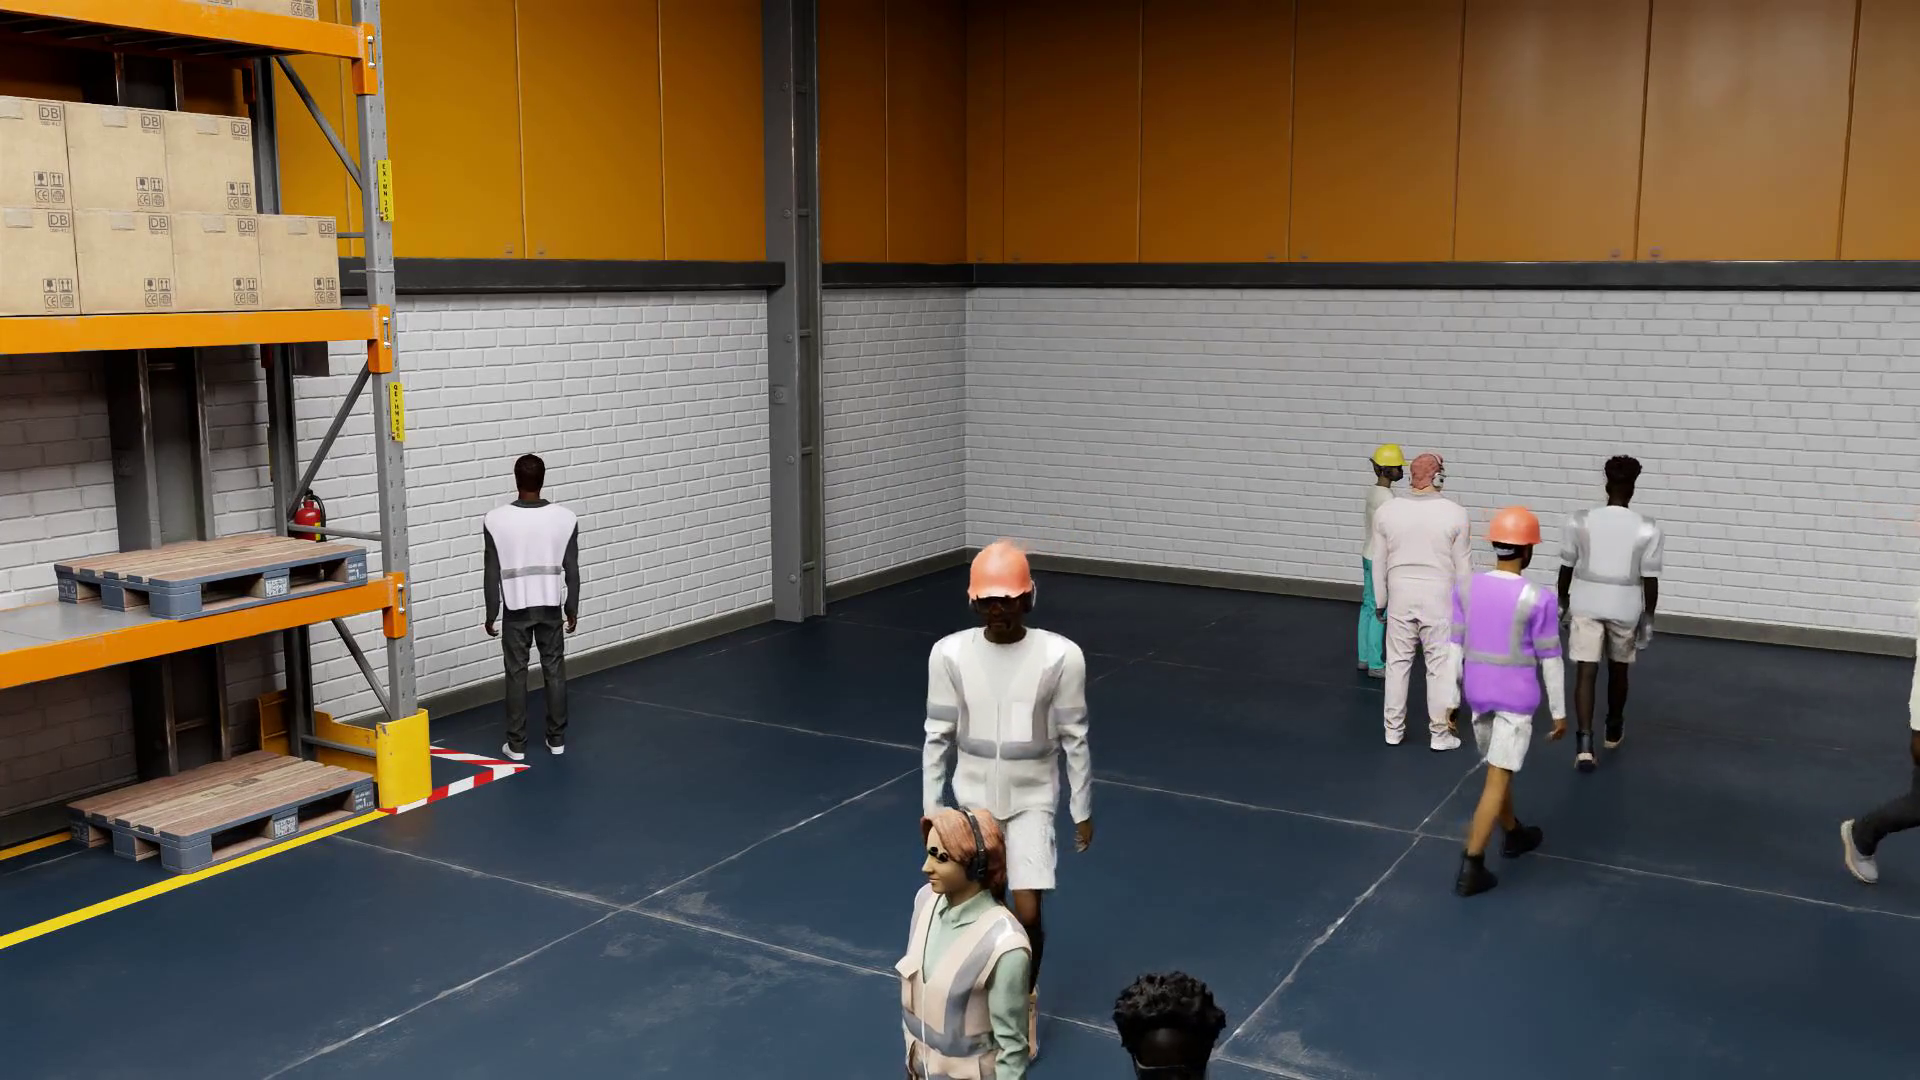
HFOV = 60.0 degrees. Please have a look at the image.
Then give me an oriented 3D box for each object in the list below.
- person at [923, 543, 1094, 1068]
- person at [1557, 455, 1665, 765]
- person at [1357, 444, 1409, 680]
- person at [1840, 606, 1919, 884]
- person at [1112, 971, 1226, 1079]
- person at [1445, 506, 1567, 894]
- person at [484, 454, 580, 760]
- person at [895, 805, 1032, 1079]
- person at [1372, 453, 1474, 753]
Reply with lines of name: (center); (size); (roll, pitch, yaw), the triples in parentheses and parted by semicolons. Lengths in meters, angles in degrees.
person: (0.166, 1.013, 6.356); (0.655, 2.019, 0.637); (2, 9, 14)
person: (4.020, 0.427, 10.345); (0.618, 1.927, 0.991); (4, 10, 22)
person: (3.181, 0.157, 12.491); (0.315, 1.769, 0.523); (0, 9, -1)
person: (4.589, 0.817, 7.747); (0.616, 1.969, 0.827); (-2, 9, -13)
person: (0.397, 1.664, 3.302); (0.540, 1.698, 0.316); (4, 10, 23)
person: (2.741, 0.770, 8.314); (0.971, 1.885, 0.560); (-7, 12, -38)
person: (-2.668, 0.422, 10.414); (0.592, 1.913, 0.393); (-4, 10, -25)
person: (0.010, 1.503, 4.487); (0.307, 1.641, 0.512); (-6, 11, -34)
person: (2.949, 0.396, 10.588); (0.636, 1.902, 0.406); (5, 11, 31)
